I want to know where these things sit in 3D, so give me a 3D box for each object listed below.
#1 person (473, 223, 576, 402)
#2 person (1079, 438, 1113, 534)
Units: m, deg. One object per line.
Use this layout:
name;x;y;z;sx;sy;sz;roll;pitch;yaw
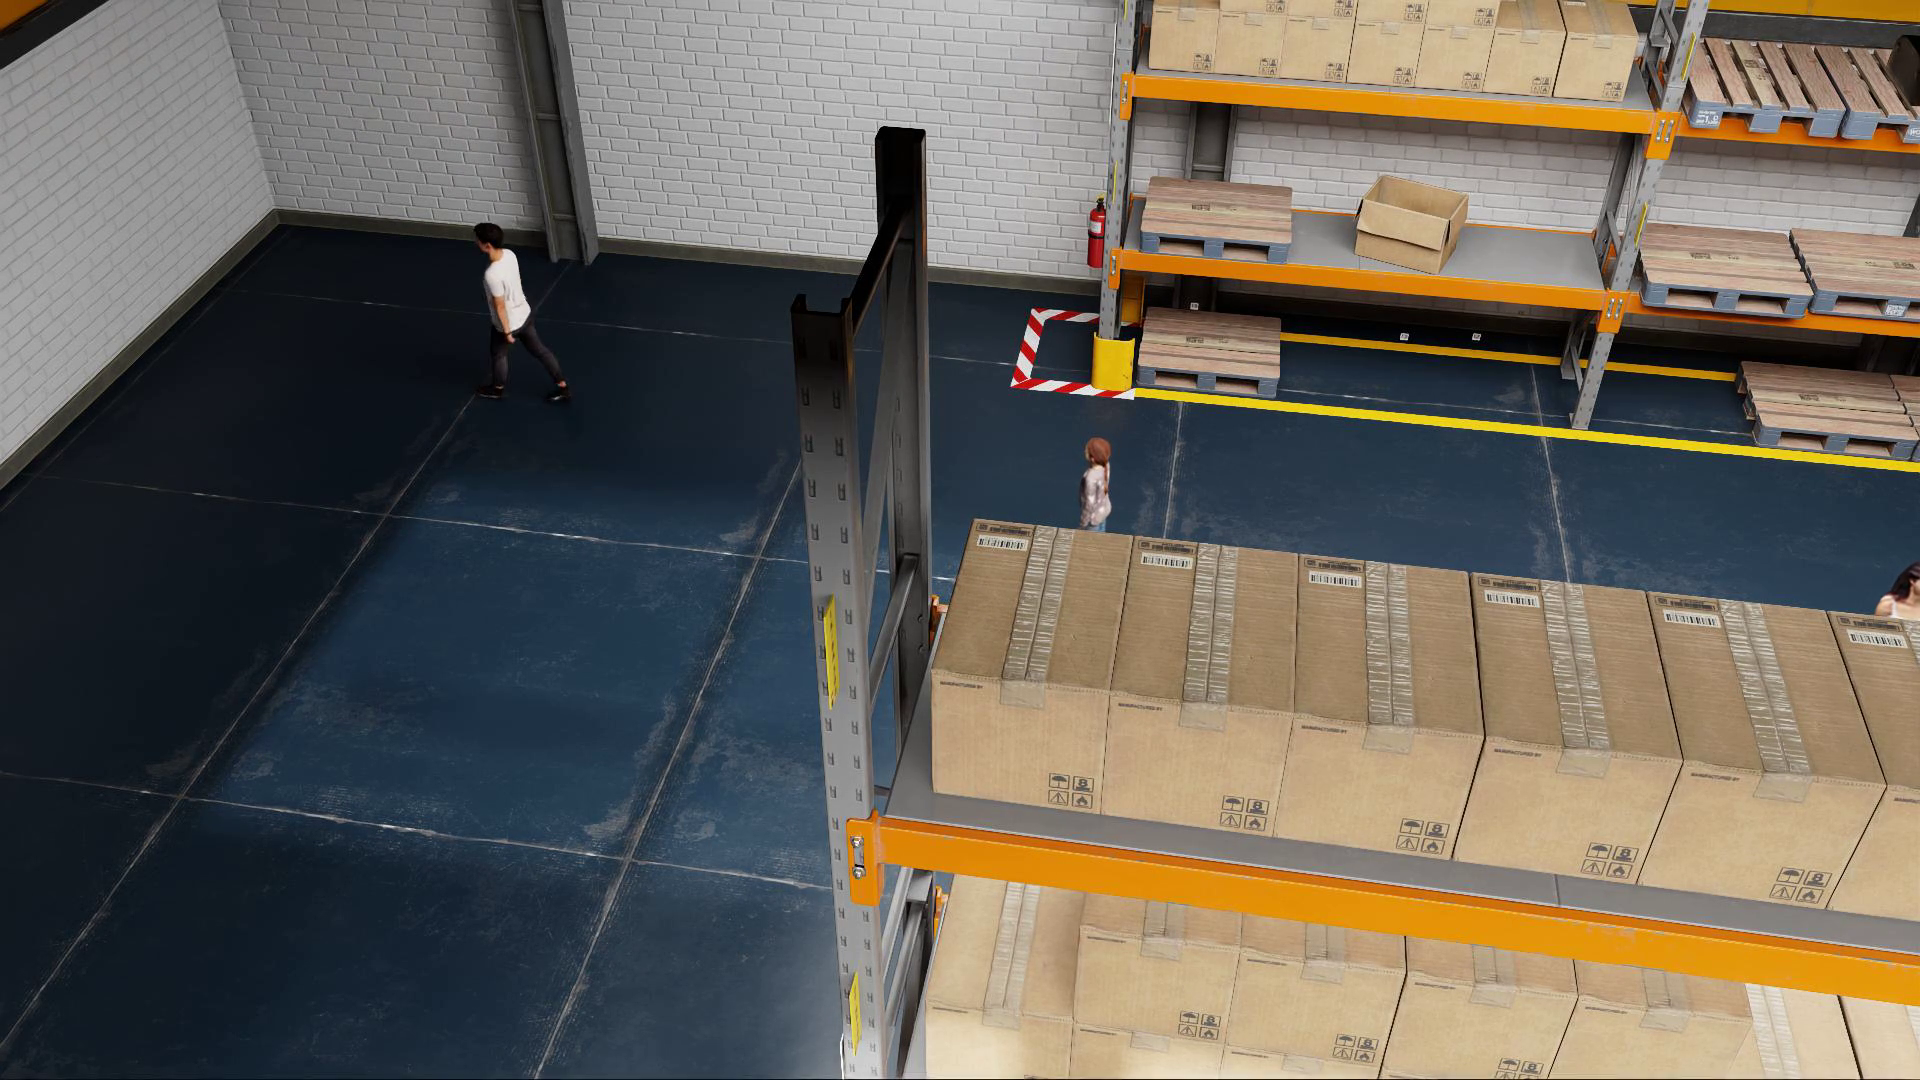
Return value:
person;-3.608;-1.828;13.666;1.126;1.683;0.700;10;40;12
person;0.986;-0.239;12.069;0.554;1.194;0.540;19;43;23
